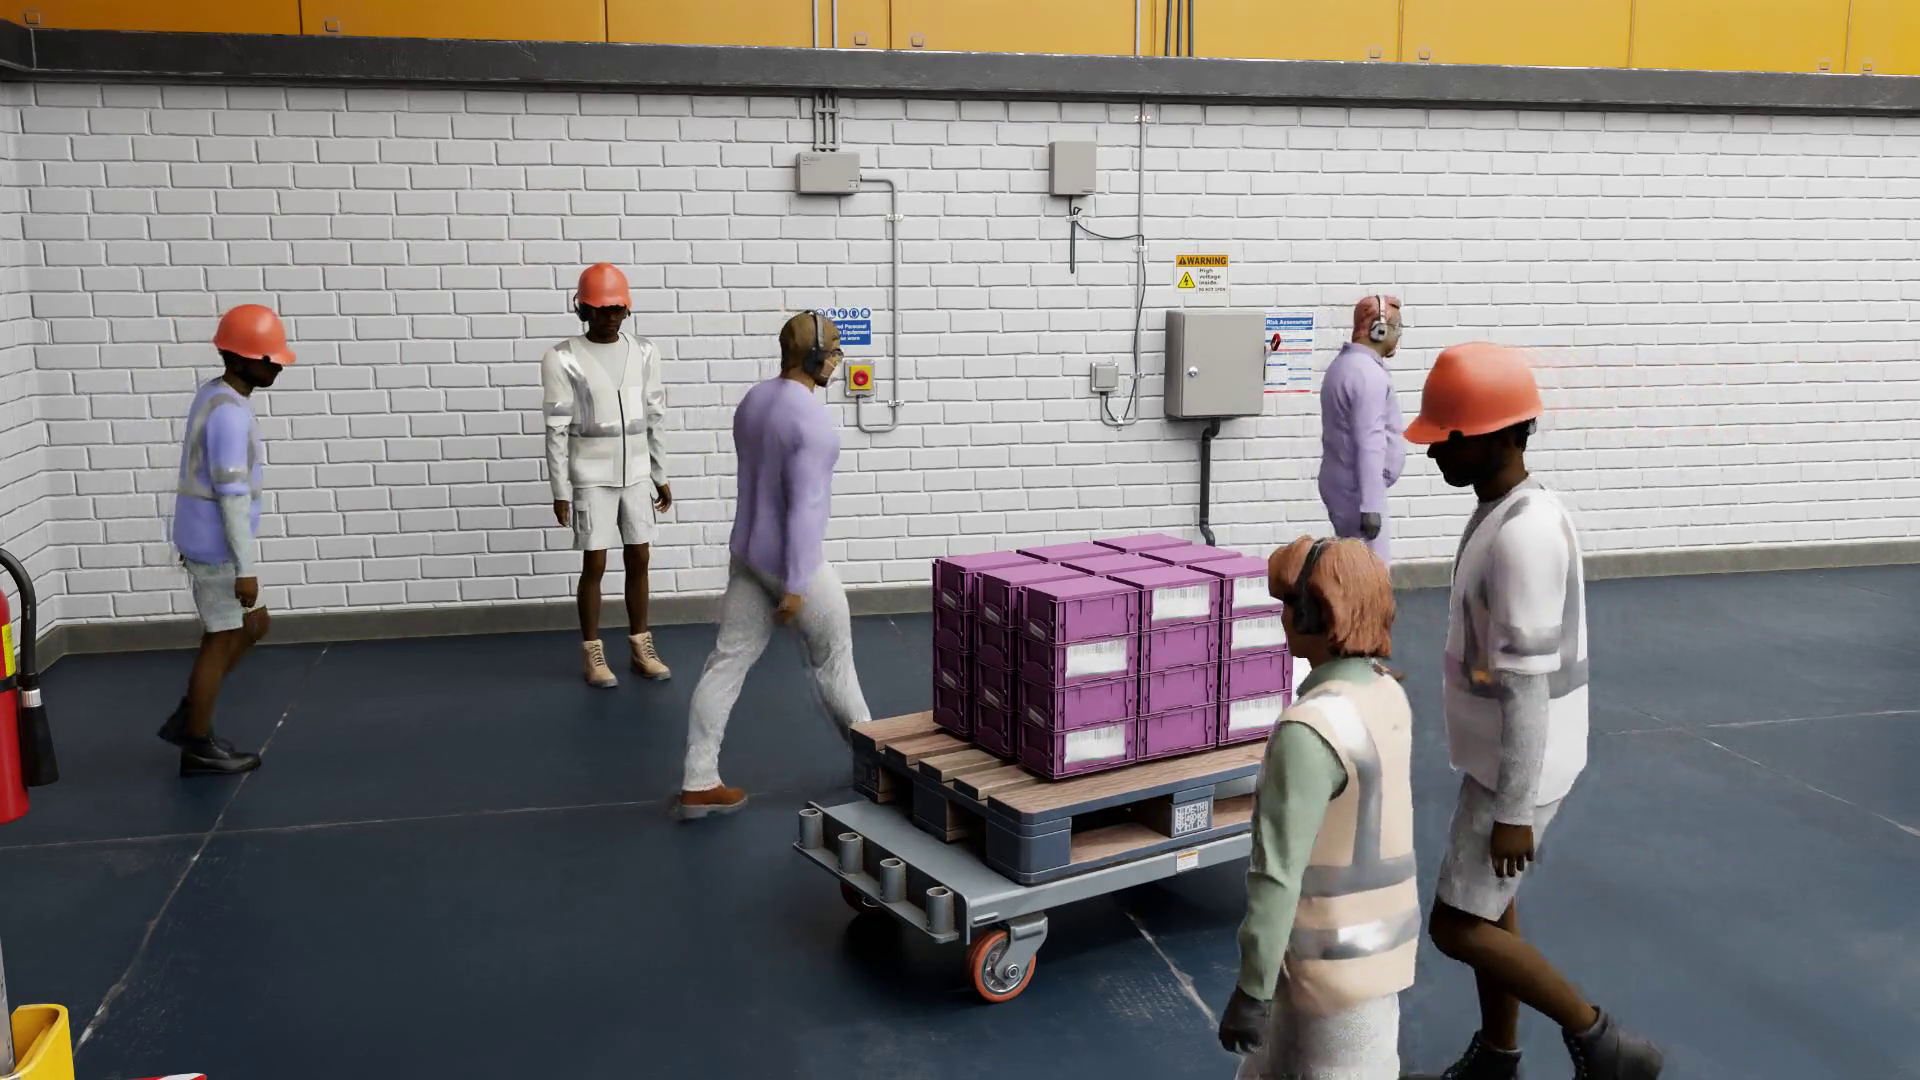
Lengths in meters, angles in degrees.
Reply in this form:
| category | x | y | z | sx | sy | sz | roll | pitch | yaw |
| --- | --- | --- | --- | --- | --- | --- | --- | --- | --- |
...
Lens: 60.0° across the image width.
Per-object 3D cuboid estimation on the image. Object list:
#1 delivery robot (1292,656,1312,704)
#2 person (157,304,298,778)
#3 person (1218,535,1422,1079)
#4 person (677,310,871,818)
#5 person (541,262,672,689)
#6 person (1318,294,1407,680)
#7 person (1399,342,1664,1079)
| category | x | y | z | sx | sy | sz | roll | pitch | yaw |
| --- | --- | --- | --- | --- | --- | --- | --- | --- | --- |
| delivery robot | 1.302 | 0.605 | 6.738 | 0.707 | 0.478 | 0.477 | -6 | 12 | -31 |
| person | -2.861 | 0.020 | 6.556 | 0.579 | 1.883 | 0.589 | -4 | 11 | -22 |
| person | 0.753 | 0.791 | 3.047 | 0.808 | 1.603 | 0.512 | 5 | 11 | 25 |
| person | -0.630 | 0.086 | 6.240 | 1.065 | 1.872 | 0.663 | -8 | 13 | -39 |
| person | -1.661 | -0.300 | 7.931 | 0.617 | 2.030 | 0.403 | -8 | 13 | -38 |
| person | 1.825 | -0.221 | 7.906 | 0.617 | 1.885 | 0.656 | 0 | 10 | 1 |
| person | 1.277 | 0.502 | 3.816 | 0.590 | 1.909 | 0.626 | 2 | 10 | 12 |
